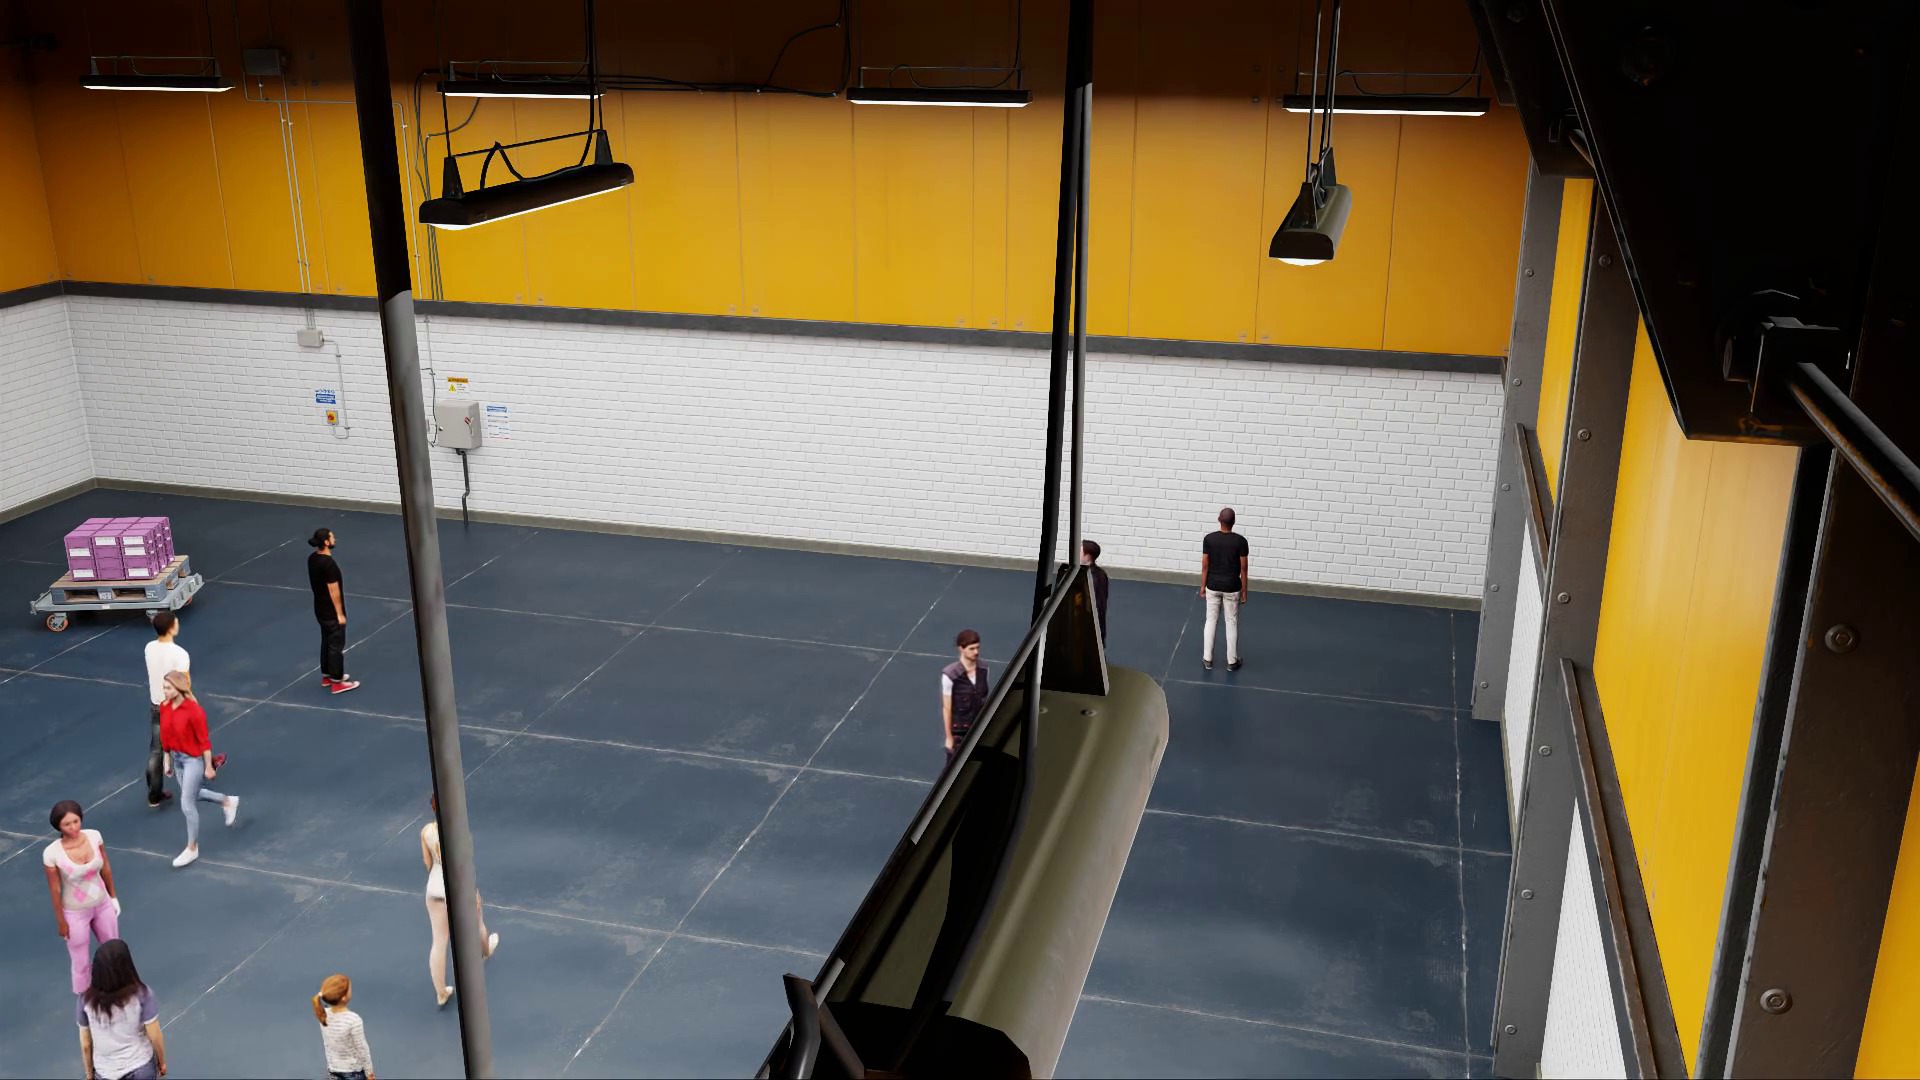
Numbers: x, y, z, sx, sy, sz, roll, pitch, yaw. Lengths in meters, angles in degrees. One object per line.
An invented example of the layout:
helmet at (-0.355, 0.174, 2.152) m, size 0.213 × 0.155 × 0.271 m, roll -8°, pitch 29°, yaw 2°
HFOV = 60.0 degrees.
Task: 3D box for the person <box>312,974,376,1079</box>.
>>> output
person at (-3.852, 3.322, 10.330) m, size 0.573 × 1.298 × 0.895 m, roll 8°, pitch 20°, yaw 23°

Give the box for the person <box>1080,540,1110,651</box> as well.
person at (1.354, 0.933, 16.492) m, size 0.797 × 1.893 × 0.650 m, roll 8°, pitch 20°, yaw 24°

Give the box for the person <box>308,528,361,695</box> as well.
person at (-6.571, 0.727, 17.320) m, size 0.713 × 1.756 × 0.700 m, roll -16°, pitch 24°, yaw -39°

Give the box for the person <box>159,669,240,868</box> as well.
person at (-6.465, 1.859, 14.067) m, size 0.720 × 1.685 × 1.055 m, roll 7°, pitch 20°, yaw 21°

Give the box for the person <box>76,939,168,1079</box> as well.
person at (-5.006, 3.222, 9.961) m, size 0.716 × 1.722 × 0.754 m, roll -7°, pitch 20°, yaw -20°

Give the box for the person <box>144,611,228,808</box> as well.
person at (-7.136, 1.544, 14.908) m, size 0.681 × 1.746 × 1.176 m, roll 4°, pitch 19°, yaw 11°

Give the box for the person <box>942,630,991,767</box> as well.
person at (0.039, 1.634, 14.485) m, size 0.723 × 1.846 × 0.792 m, roll -12°, pitch 22°, yaw -31°

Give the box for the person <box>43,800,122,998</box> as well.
person at (-6.170, 2.615, 11.738) m, size 0.704 × 1.739 × 0.571 m, roll 13°, pitch 23°, yaw 34°

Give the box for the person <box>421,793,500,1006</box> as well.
person at (-3.712, 2.594, 12.018) m, size 0.704 × 1.600 × 1.062 m, roll 1°, pitch 19°, yaw 3°

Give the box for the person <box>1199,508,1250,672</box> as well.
person at (2.825, 0.520, 17.859) m, size 0.654 × 1.804 × 0.559 m, roll 5°, pitch 19°, yaw 15°
